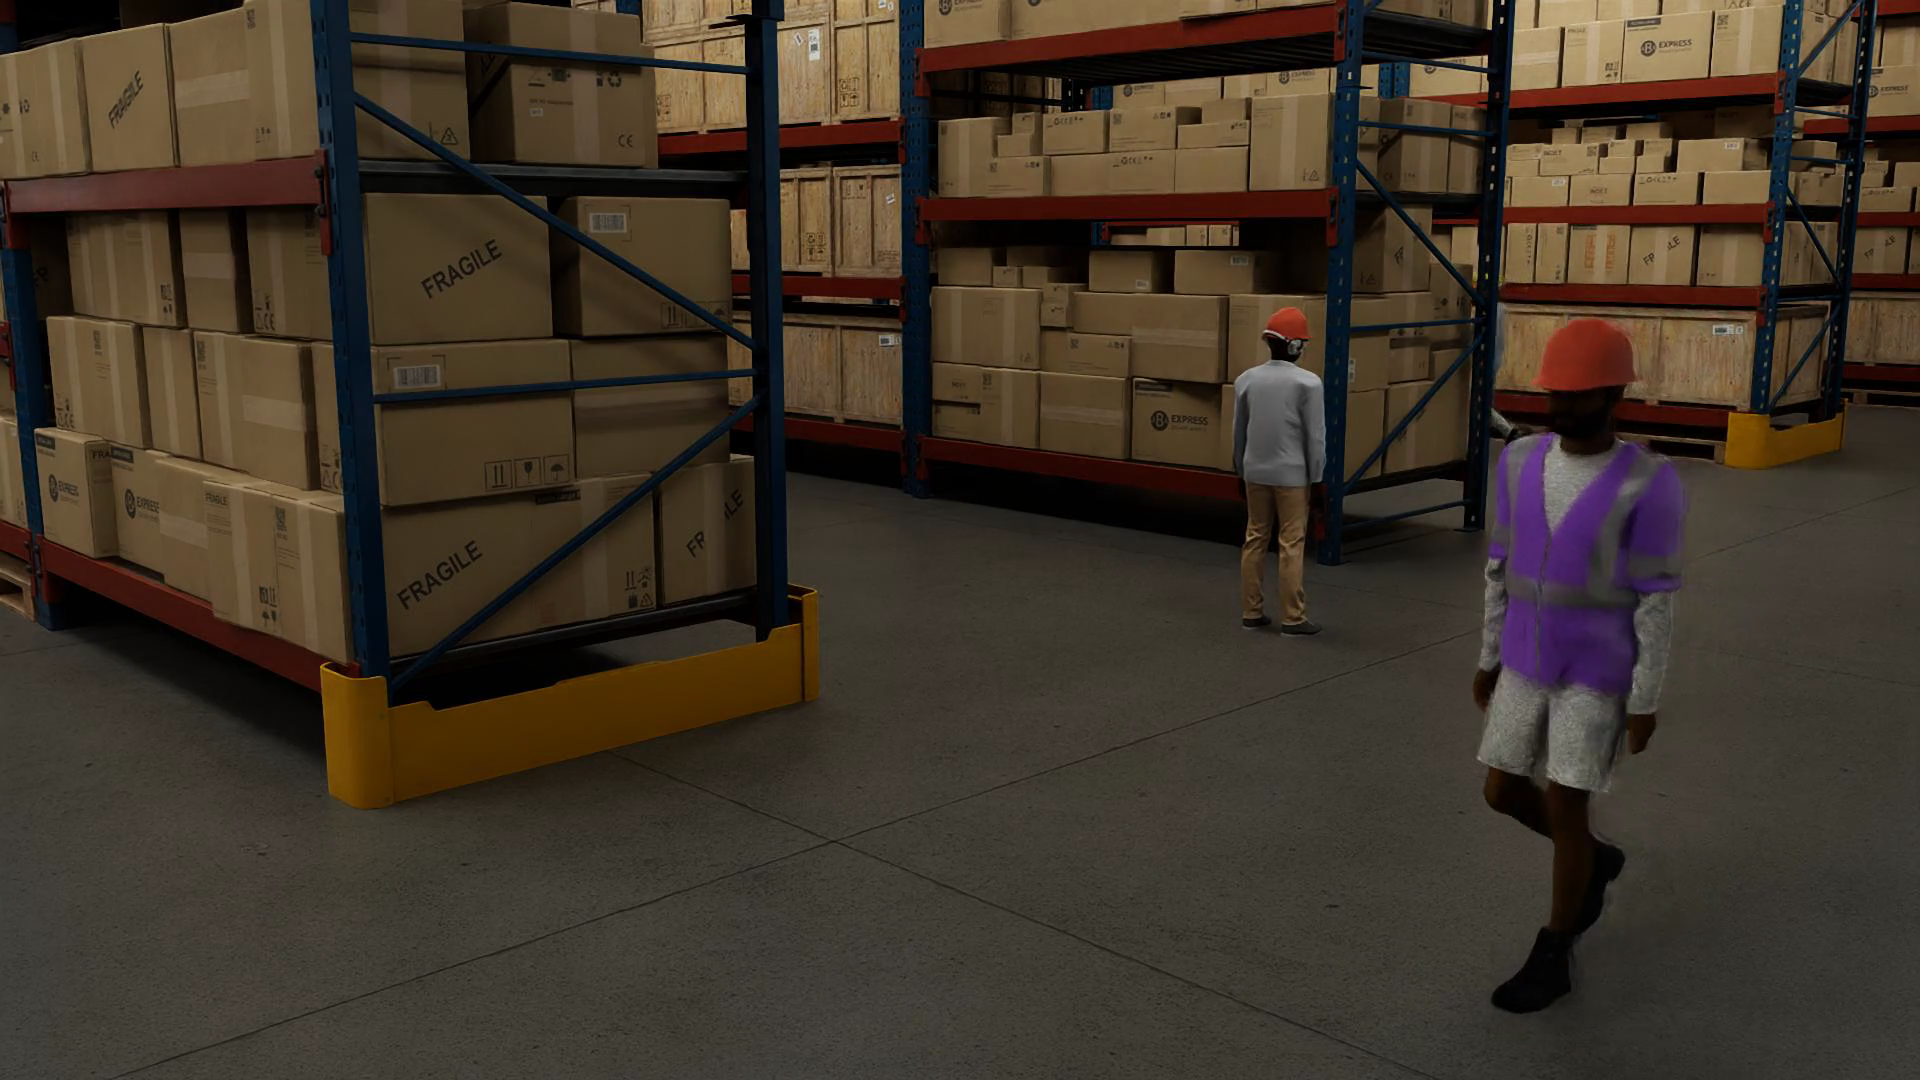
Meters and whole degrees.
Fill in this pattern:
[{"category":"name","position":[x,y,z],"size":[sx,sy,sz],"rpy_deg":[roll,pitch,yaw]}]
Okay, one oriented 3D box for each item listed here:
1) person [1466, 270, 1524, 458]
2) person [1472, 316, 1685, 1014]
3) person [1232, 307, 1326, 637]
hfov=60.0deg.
[{"category":"person","position":[4.936,-1.619,15.586],"size":[0.597,1.816,0.611],"rpy_deg":[6,12,30]},{"category":"person","position":[1.729,0.335,4.645],"size":[0.600,1.922,0.566],"rpy_deg":[-7,13,-35]},{"category":"person","position":[1.719,-0.363,8.902],"size":[0.333,1.753,0.562],"rpy_deg":[-10,14,-43]}]
